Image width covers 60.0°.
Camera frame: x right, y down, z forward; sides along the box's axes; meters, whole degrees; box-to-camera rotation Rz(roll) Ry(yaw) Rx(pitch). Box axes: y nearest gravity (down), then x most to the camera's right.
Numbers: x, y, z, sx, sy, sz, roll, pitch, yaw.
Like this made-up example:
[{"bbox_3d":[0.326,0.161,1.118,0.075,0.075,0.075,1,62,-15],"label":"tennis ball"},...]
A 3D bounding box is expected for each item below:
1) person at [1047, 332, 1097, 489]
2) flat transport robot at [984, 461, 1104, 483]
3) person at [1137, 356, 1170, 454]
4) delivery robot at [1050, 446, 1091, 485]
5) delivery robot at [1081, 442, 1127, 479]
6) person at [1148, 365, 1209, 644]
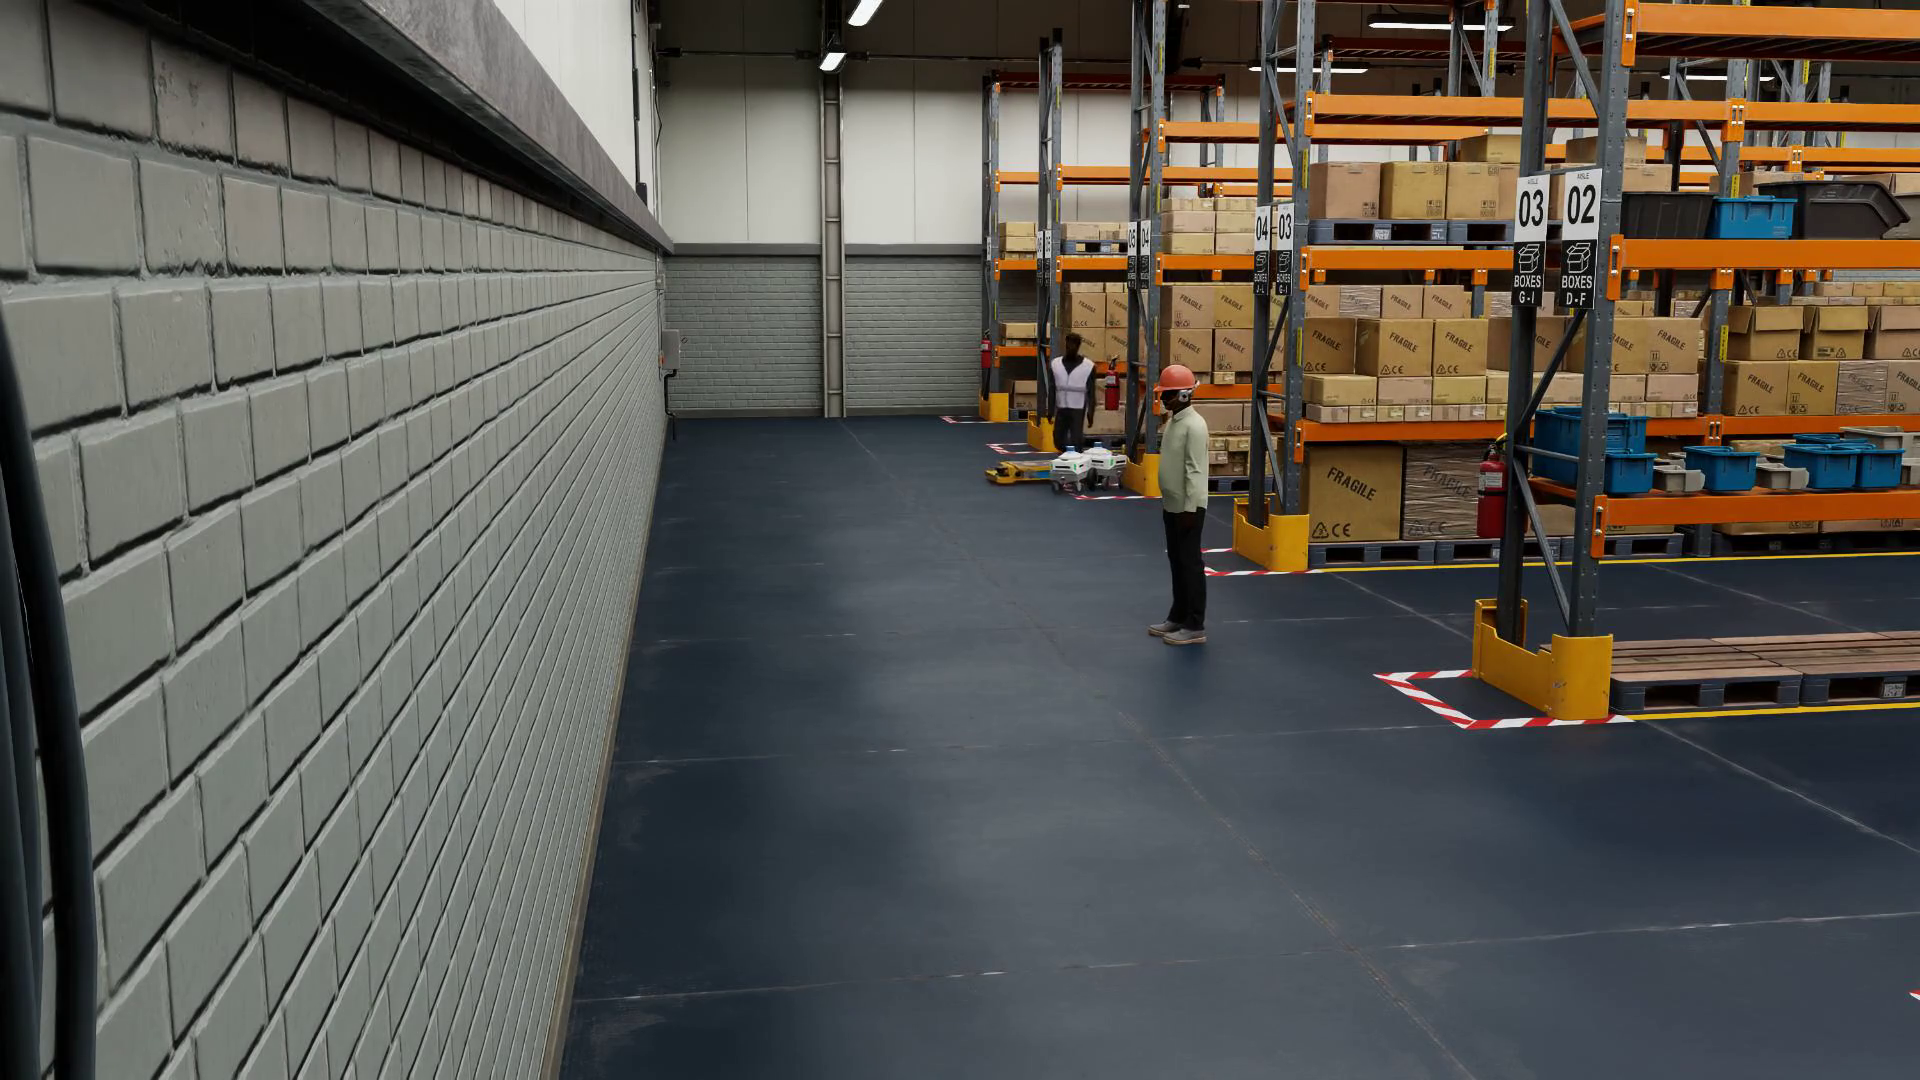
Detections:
[{"bbox_3d":[1.385,-1.594,20.360,0.627,1.908,0.507,4,10,24],"label":"person"},{"bbox_3d":[1.079,-0.871,20.966,1.431,0.197,0.652,-2,9,-13],"label":"flat transport robot"},{"bbox_3d":[2.791,-2.114,23.589,0.454,1.916,0.539,0,9,-2],"label":"person"},{"bbox_3d":[1.321,-0.878,19.843,0.477,0.478,0.707,3,10,19],"label":"delivery robot"},{"bbox_3d":[1.684,-0.954,20.311,0.707,0.478,0.477,8,12,42],"label":"delivery robot"},{"bbox_3d":[1.567,-0.256,11.895,0.403,1.987,0.609,-2,9,-14],"label":"person"}]
